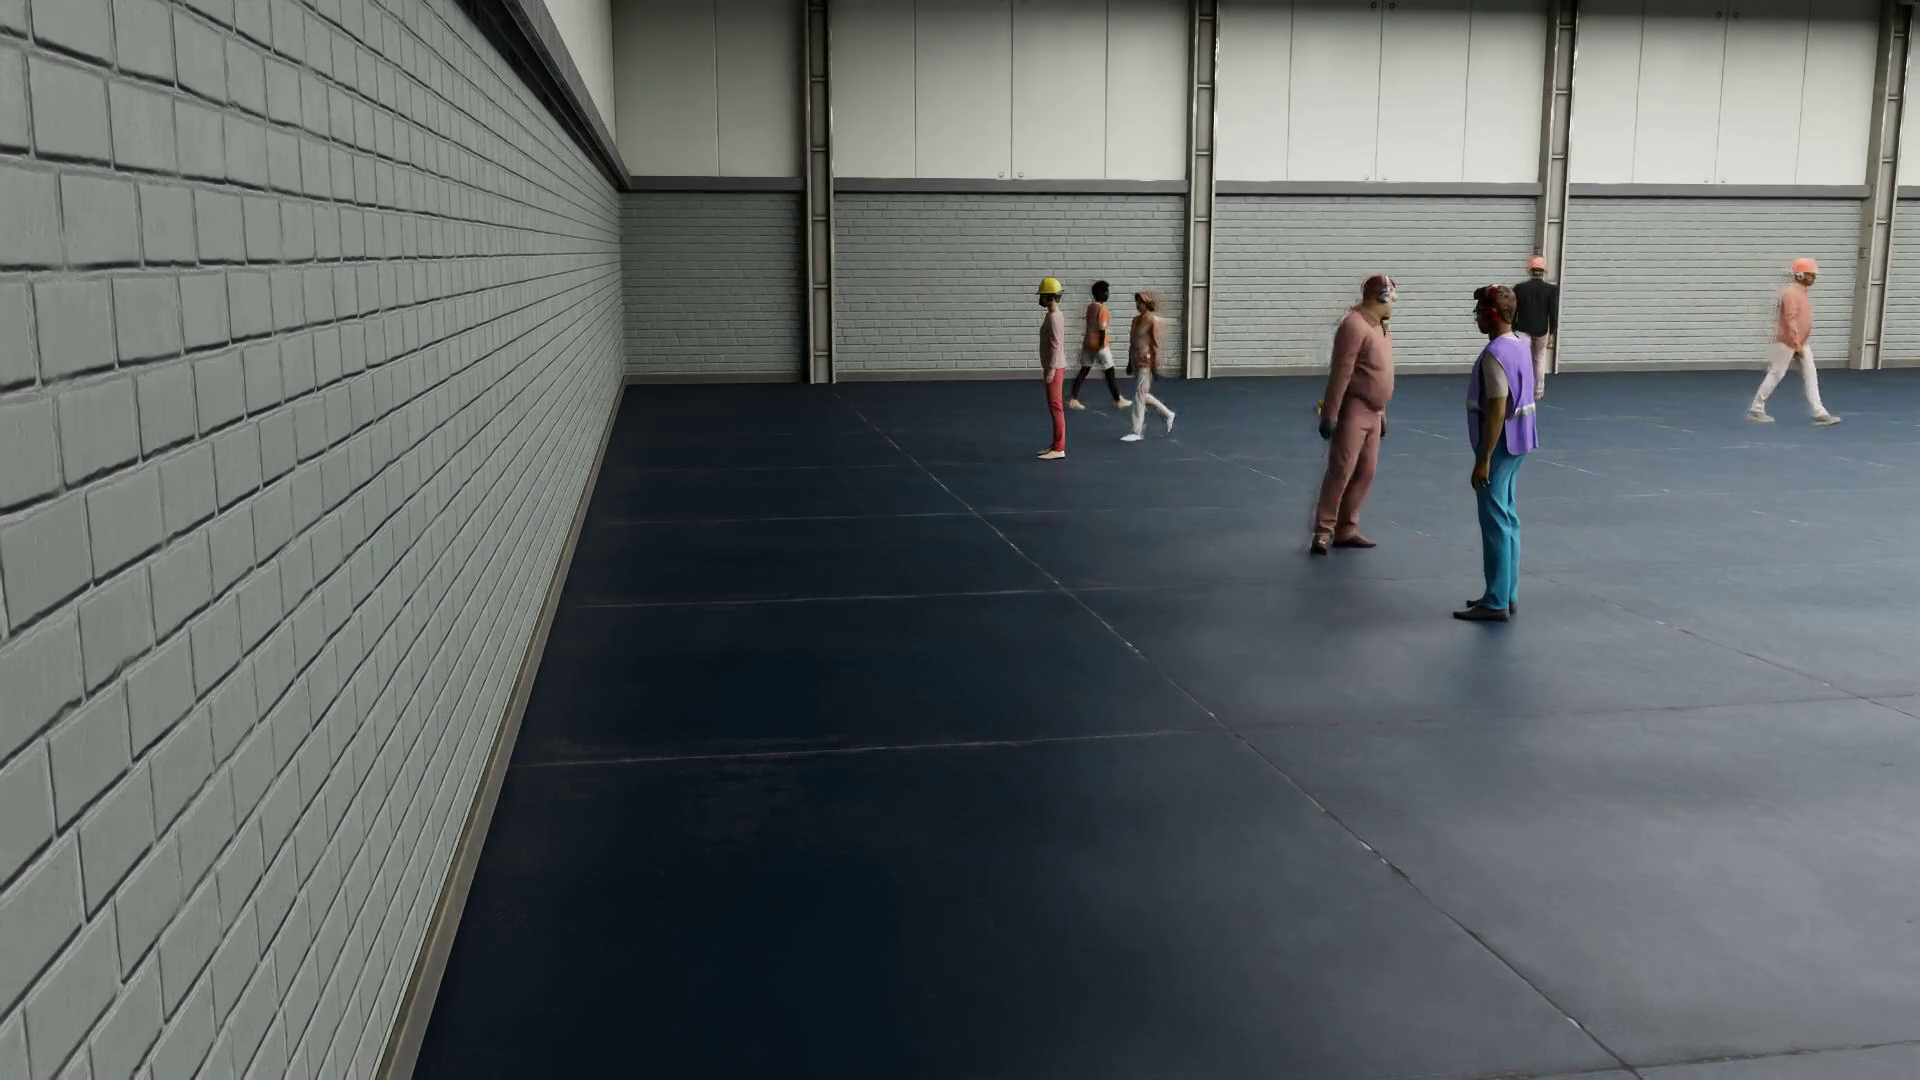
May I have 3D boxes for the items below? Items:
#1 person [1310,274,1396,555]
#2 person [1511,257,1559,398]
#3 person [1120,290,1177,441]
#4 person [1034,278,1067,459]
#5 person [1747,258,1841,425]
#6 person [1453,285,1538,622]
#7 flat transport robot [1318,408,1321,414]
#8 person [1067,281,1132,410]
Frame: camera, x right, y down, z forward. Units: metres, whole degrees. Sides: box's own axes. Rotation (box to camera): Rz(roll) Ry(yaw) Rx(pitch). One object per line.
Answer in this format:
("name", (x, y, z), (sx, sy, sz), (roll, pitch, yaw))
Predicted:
("person", (2.650, -0.836, 11.163), (0.459, 1.870, 0.790), (7, 12, 34))
("person", (7.780, -2.855, 22.581), (0.615, 1.942, 1.018), (4, 11, 22))
("person", (2.028, -1.871, 17.830), (0.675, 1.614, 0.520), (-3, 10, -18))
("person", (0.880, -1.669, 16.241), (0.322, 1.767, 0.533), (1, 10, 4))
("person", (9.792, -2.314, 19.464), (0.622, 1.951, 0.998), (-8, 13, -38))
("person", (2.959, -0.470, 9.118), (0.374, 1.840, 0.569), (6, 11, 30))
("flat transport robot", (4.870, -1.706, 20.752), (0.652, 0.197, 1.431), (3, 10, 18))
("person", (1.769, -2.470, 21.174), (0.876, 1.647, 0.532), (-5, 11, -25))
